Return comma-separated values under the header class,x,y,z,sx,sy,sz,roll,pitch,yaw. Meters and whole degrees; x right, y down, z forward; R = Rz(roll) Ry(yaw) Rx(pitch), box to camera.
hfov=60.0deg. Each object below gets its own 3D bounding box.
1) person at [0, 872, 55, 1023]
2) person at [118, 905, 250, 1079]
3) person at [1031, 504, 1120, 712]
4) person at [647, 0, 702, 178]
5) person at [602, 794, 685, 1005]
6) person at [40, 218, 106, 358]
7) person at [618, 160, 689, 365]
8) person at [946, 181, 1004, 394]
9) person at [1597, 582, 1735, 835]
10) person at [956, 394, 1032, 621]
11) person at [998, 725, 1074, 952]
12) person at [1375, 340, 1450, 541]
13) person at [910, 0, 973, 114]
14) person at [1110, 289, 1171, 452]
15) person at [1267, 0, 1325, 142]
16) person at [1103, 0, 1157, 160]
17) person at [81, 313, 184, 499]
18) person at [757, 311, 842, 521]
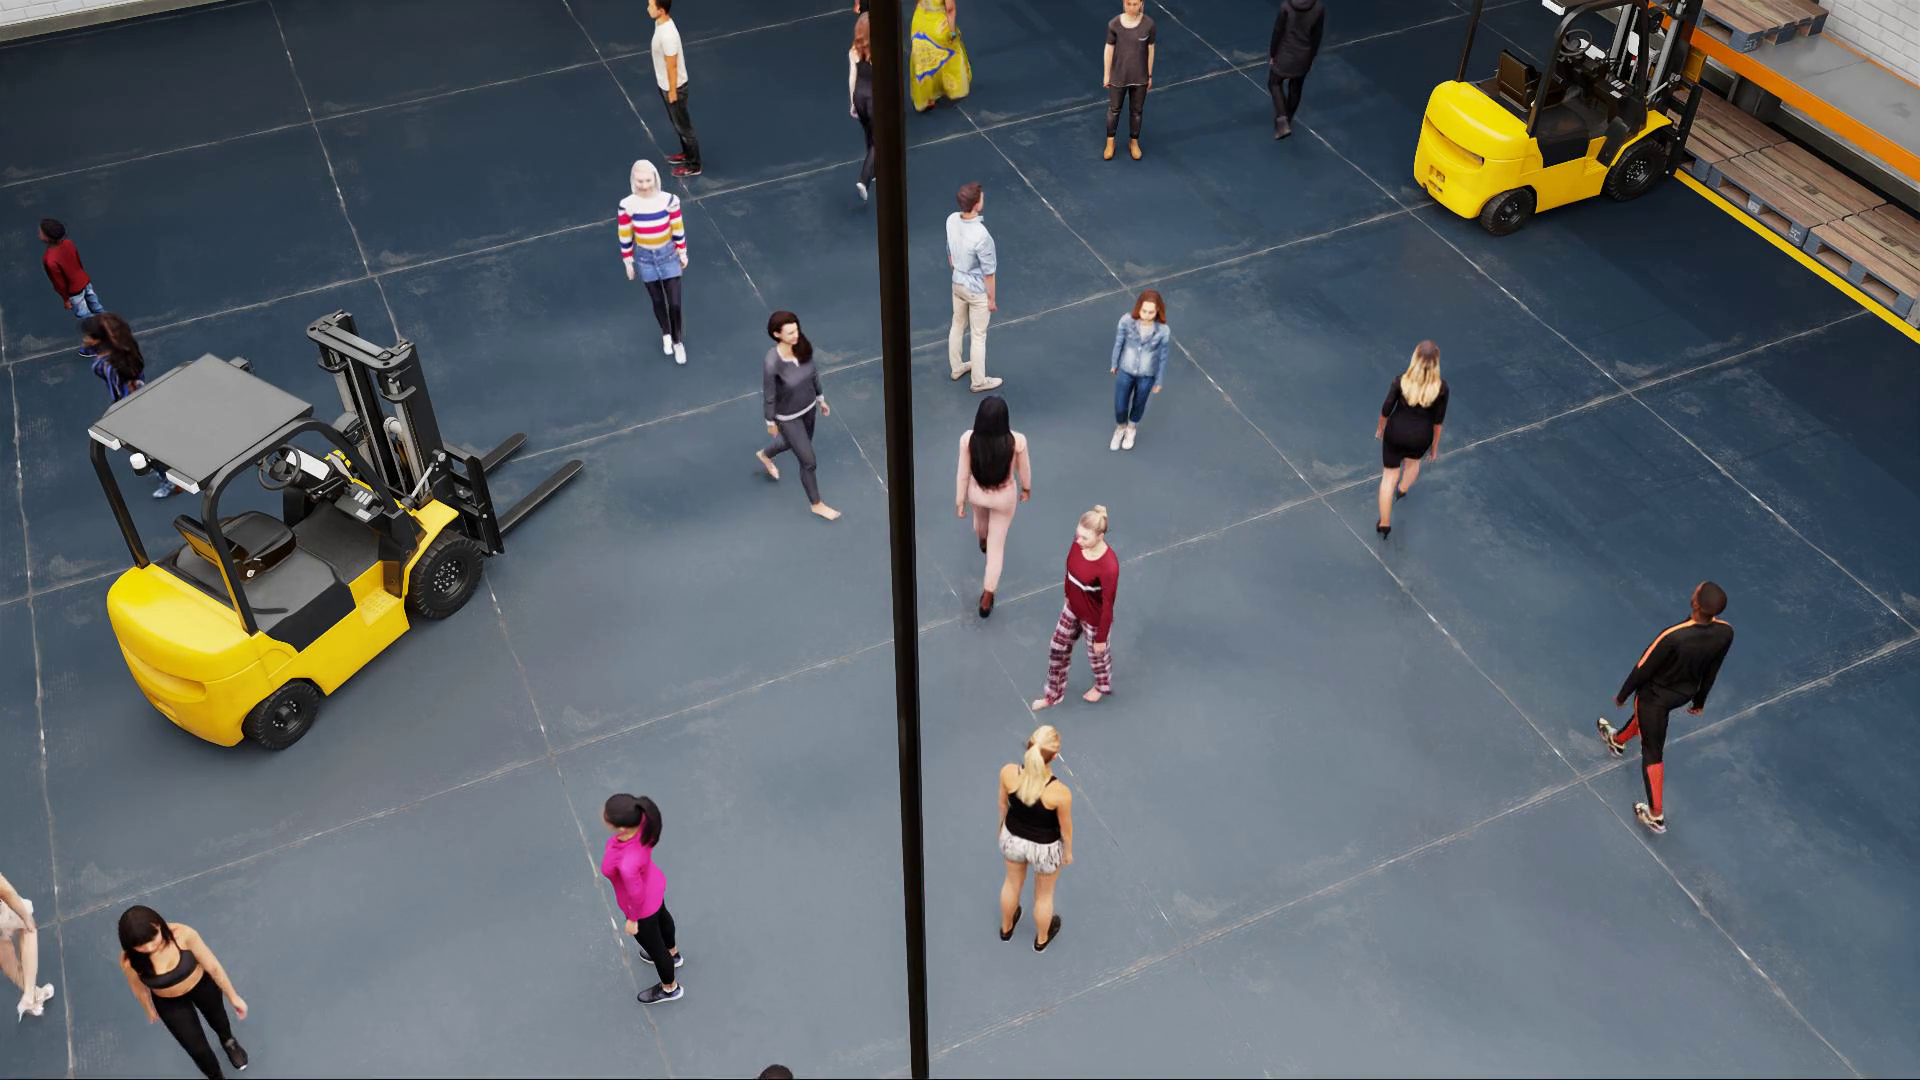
class,x,y,z,sx,sy,sz,roll,pitch,yaw
person,-5.211,2.074,8.875,0.683,1.726,0.738,-7,44,-7
person,-4.065,2.306,8.708,0.690,1.621,0.826,-30,51,-28
person,0.879,0.418,10.641,0.836,1.687,0.832,-27,50,-25
person,-2.644,-4.254,15.471,0.705,1.801,0.507,-13,45,-13
person,-1.714,1.931,9.051,0.724,1.701,0.620,-2,44,-2
person,-7.225,-2.080,13.576,0.644,1.256,0.558,4,44,4
person,-2.442,-2.307,13.420,0.758,1.800,0.781,-5,44,-6
person,0.085,-1.988,13.051,0.765,1.848,0.591,-31,52,-28
person,4.269,1.002,9.970,0.853,1.767,1.249,-8,44,-8
person,0.214,-0.203,11.305,1.062,1.671,1.250,6,44,6
person,0.391,1.669,9.215,0.667,1.843,0.745,19,47,19
person,3.167,-0.658,11.794,0.861,1.656,0.972,7,44,7
person,-0.294,-4.957,16.329,1.129,1.635,1.181,16,46,16
person,1.374,-1.333,12.639,0.677,1.467,0.720,12,45,12
person,3.189,-4.588,15.838,0.810,1.767,0.946,-3,44,-3
person,1.595,-4.423,15.702,0.706,1.716,0.698,1,44,1
person,-6.045,-1.001,12.176,0.719,1.624,0.571,-7,44,-7
person,-1.263,-0.962,12.053,1.173,1.739,0.983,24,48,23
